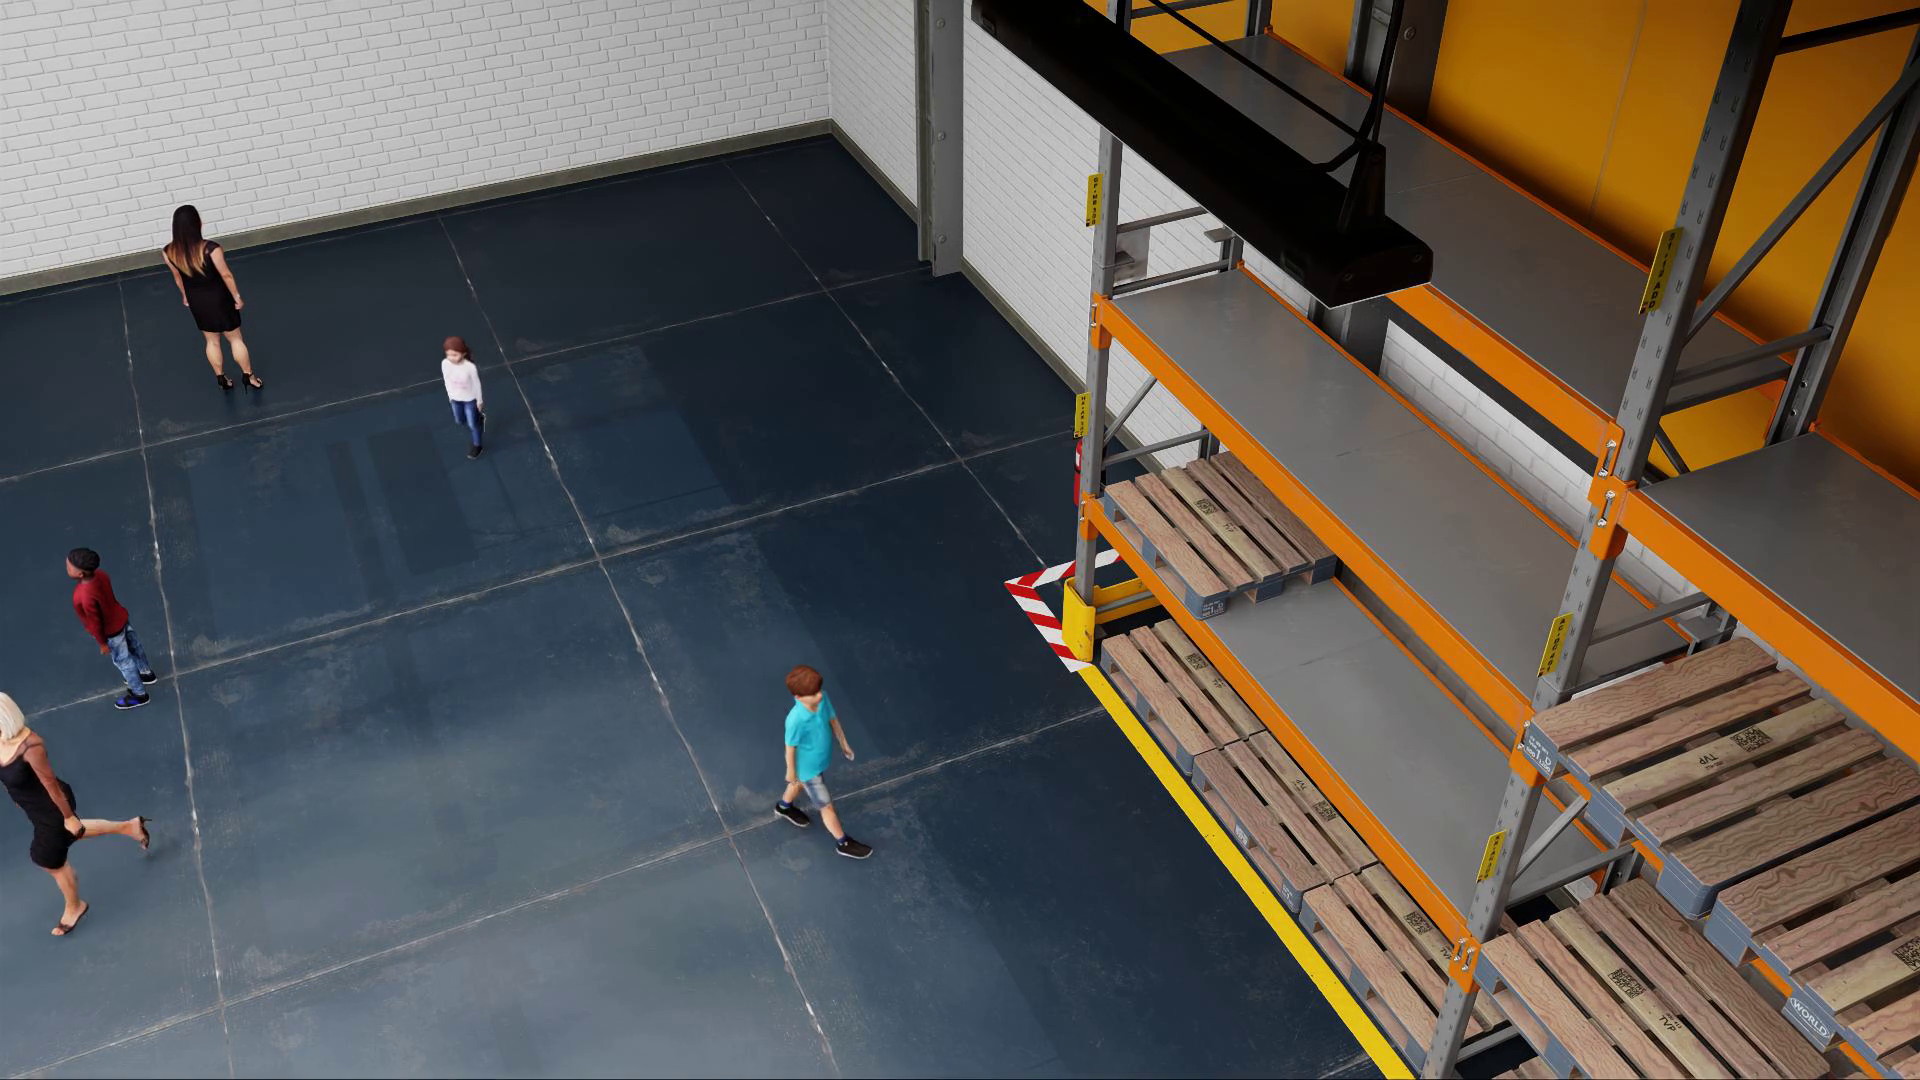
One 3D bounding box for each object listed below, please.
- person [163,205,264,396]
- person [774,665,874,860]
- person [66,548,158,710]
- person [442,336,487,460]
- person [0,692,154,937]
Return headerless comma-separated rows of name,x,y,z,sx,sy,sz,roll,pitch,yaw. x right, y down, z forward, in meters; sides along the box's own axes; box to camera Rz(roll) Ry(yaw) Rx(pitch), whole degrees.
person,-6.186,-1.968,13.753,0.738,1.718,0.740,0,39,0
person,-0.943,1.269,9.944,1.003,1.411,0.894,17,42,20
person,-5.597,0.551,10.970,0.610,1.253,0.502,-5,39,-6
person,-3.928,-1.190,13.275,0.641,1.097,0.718,7,39,9
person,-5.110,1.457,9.460,1.046,1.724,0.978,24,45,27
